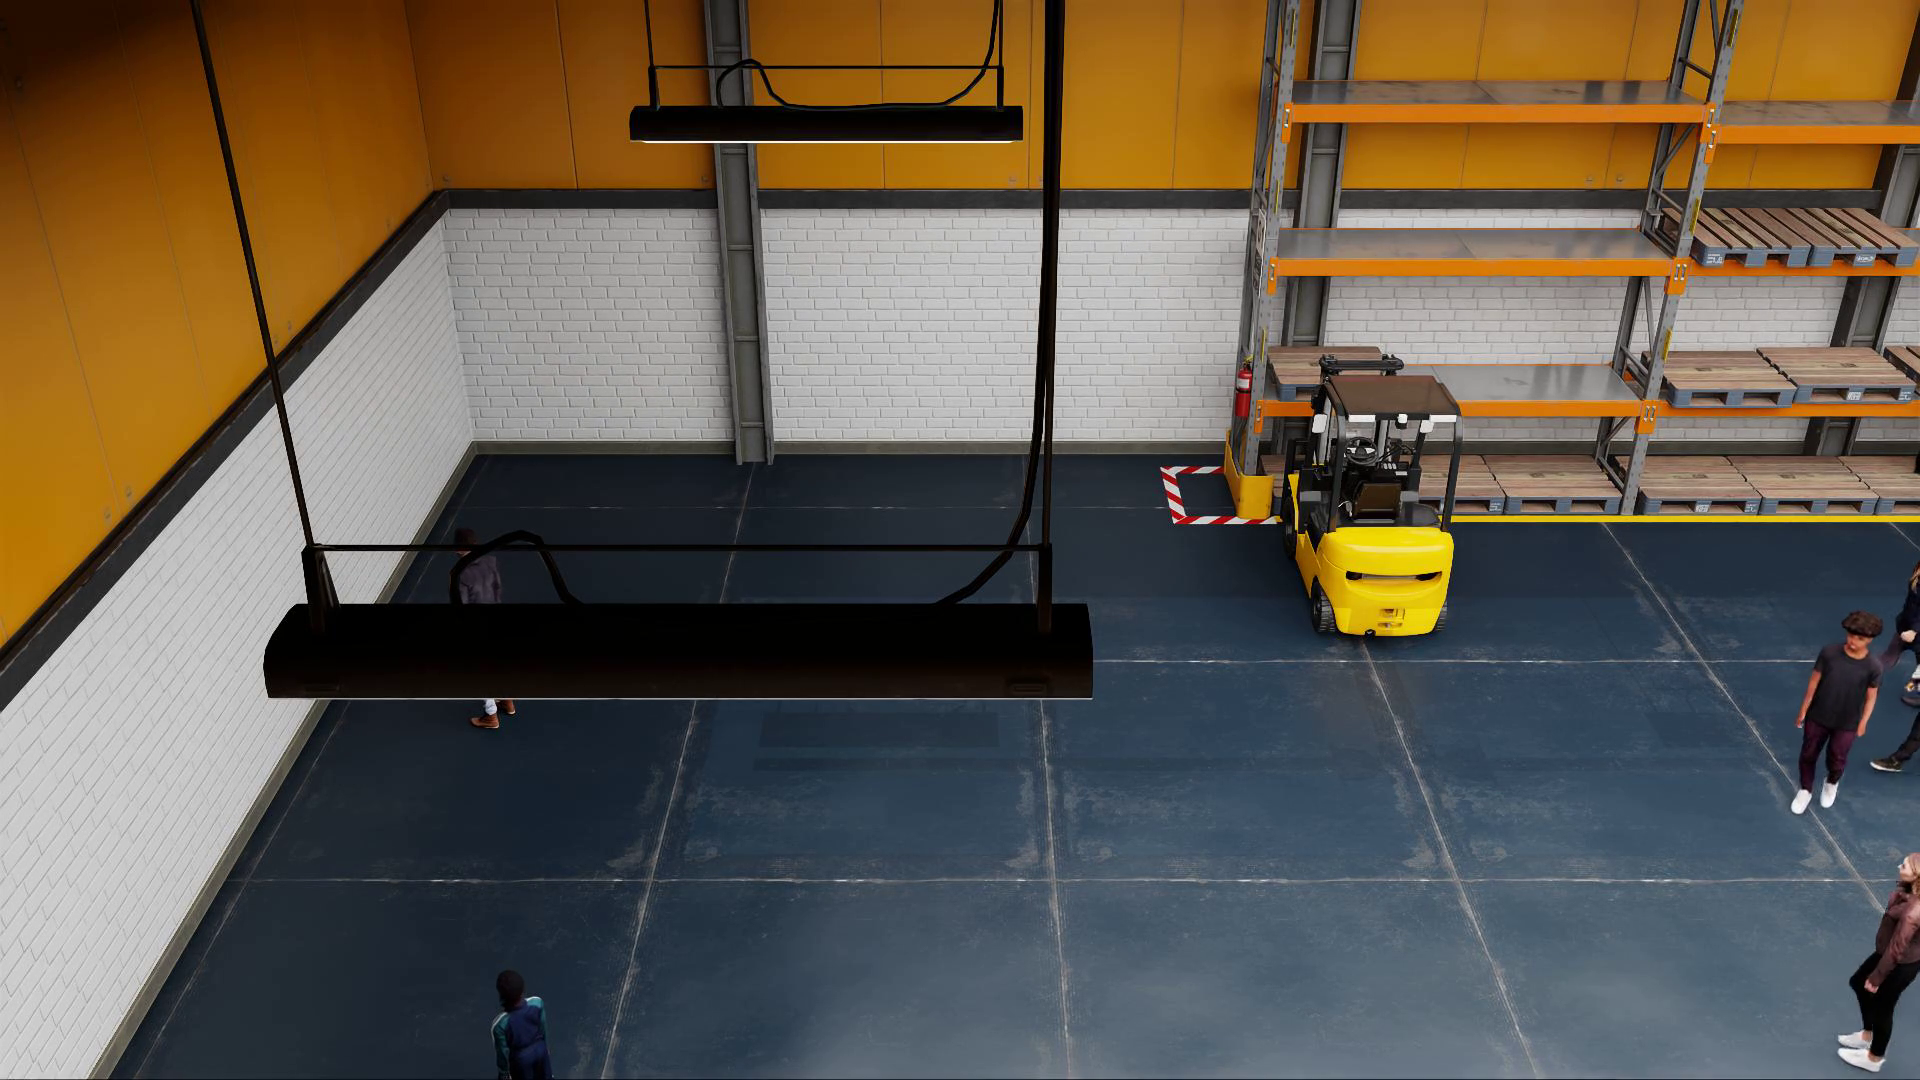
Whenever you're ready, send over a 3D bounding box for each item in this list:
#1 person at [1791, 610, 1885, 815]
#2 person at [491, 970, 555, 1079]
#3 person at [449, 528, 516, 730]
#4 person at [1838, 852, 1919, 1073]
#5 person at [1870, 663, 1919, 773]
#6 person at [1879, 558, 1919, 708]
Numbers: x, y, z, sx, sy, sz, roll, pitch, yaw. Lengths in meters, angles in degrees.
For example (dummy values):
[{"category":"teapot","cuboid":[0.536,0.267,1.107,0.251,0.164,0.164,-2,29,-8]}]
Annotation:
[{"category":"person","cuboid":[6.731,1.298,12.763,0.765,1.772,0.829,22,35,34]},{"category":"person","cuboid":[-2.624,3.093,10.011,0.625,1.255,0.570,24,37,37]},{"category":"person","cuboid":[-3.951,0.718,13.759,0.717,1.836,0.736,14,31,23]},{"category":"person","cuboid":[5.896,2.665,10.334,0.740,1.697,0.715,19,34,30]},{"category":"person","cuboid":[7.849,1.241,13.228,0.941,1.426,0.579,0,29,1]},{"category":"person","cuboid":[8.193,0.733,13.945,1.000,1.631,0.814,8,30,14]}]
